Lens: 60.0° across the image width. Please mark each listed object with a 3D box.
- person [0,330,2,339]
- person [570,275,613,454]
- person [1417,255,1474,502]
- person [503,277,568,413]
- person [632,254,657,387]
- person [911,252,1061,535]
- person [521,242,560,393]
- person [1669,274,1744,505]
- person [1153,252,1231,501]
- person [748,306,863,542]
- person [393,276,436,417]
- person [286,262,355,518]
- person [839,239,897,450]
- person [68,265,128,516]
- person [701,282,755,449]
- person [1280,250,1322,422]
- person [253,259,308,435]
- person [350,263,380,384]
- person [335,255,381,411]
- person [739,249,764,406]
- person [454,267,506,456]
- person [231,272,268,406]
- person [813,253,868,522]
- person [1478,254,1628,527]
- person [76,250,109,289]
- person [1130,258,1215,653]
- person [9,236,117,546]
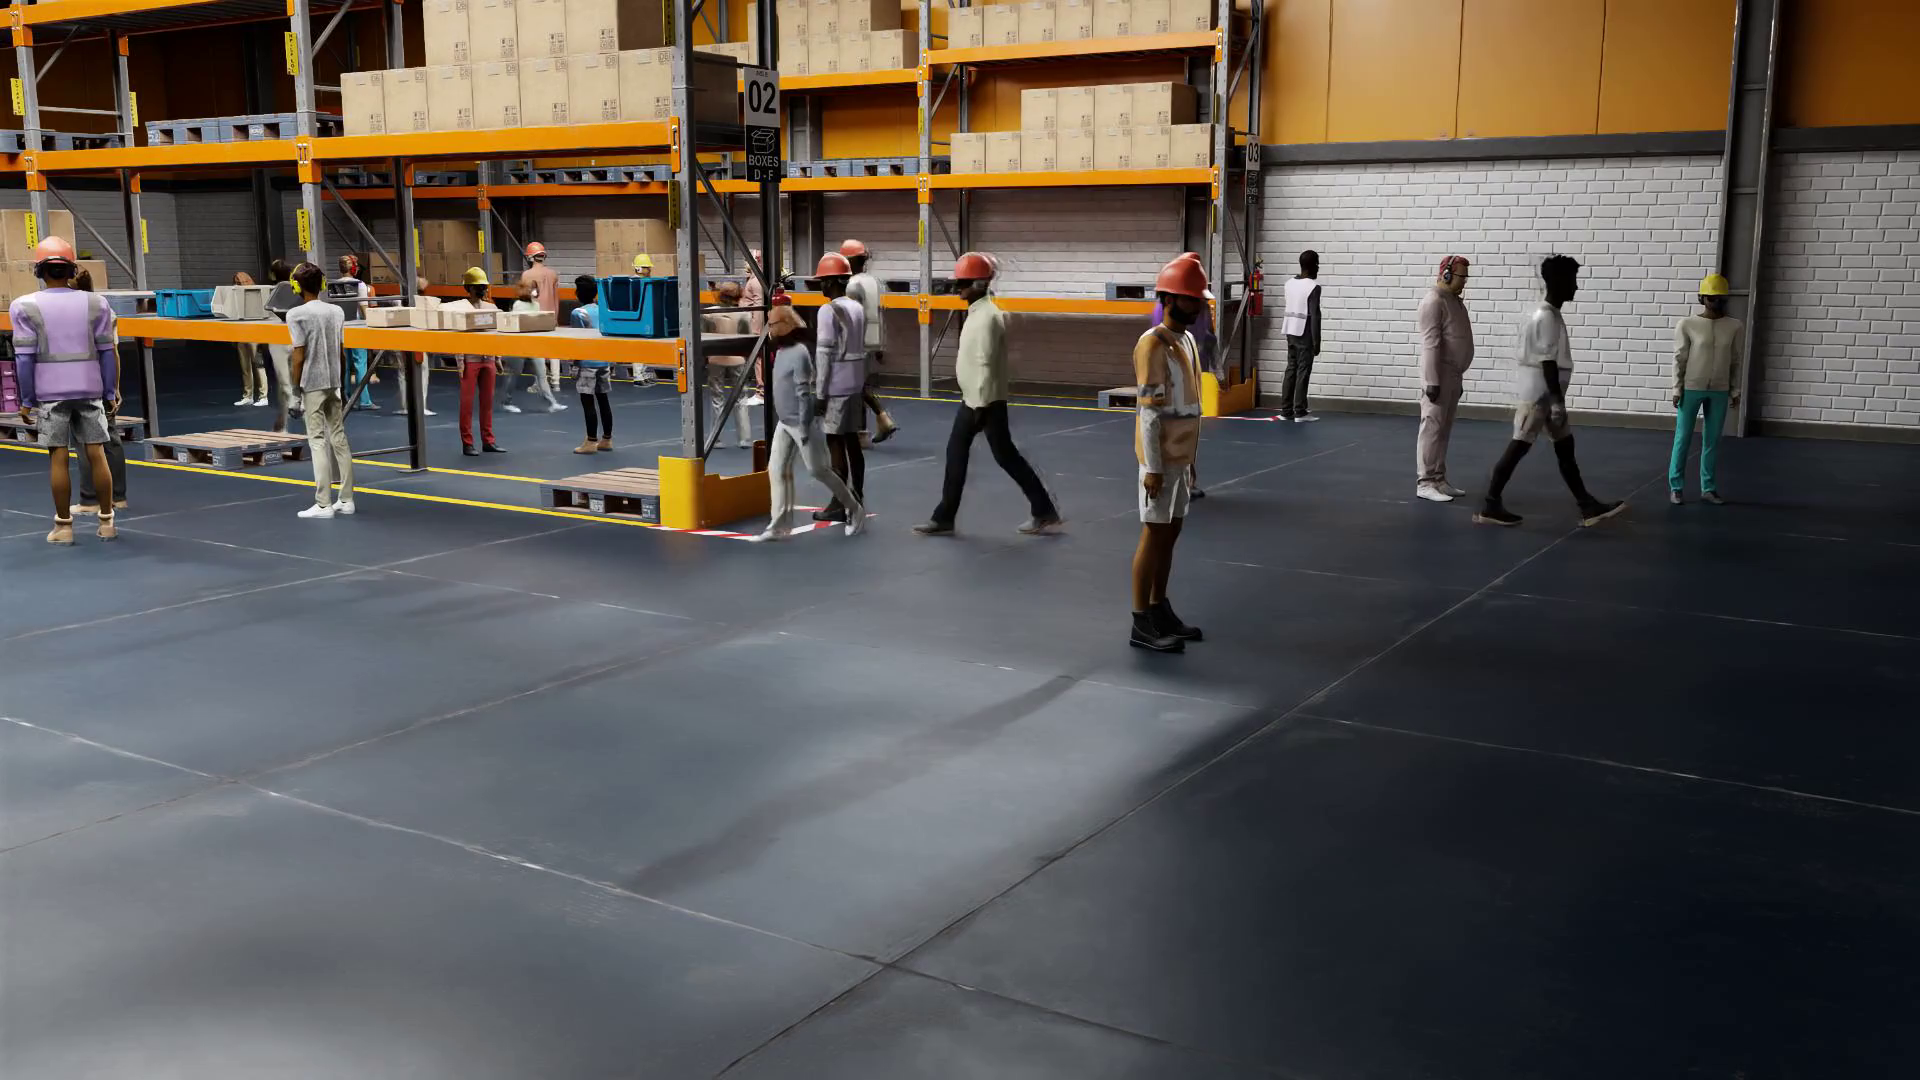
[{"bbox_3d":[-13.314,-3.019,22.815,0.978,1.874,0.611,10,14,43],"label":"person"},{"bbox_3d":[-3.506,-1.661,15.781,0.315,1.696,0.541,5,11,24],"label":"person"},{"bbox_3d":[3.802,-1.262,13.015,0.408,1.903,0.638,6,12,32],"label":"person"},{"bbox_3d":[-5.031,-2.262,19.409,0.857,1.584,0.519,4,11,23],"label":"person"},{"bbox_3d":[-4.378,-3.027,22.982,0.404,1.830,0.601,1,10,3],"label":"person"},{"bbox_3d":[0.219,-0.979,11.340,1.012,1.953,0.622,-2,10,-12],"label":"person"},{"bbox_3d":[-5.600,-2.958,22.146,0.396,1.992,0.619,6,12,32],"label":"person"},{"bbox_3d":[5.711,-1.145,12.737,0.522,1.769,0.311,0,10,0],"label":"person"},{"bbox_3d":[1.790,-1.274,12.999,0.561,1.927,0.444,-9,14,-41],"label":"person"},{"bbox_3d":[-1.041,-0.790,11.254,0.802,1.592,0.537,-6,12,-28],"label":"person"},{"bbox_3d":[-6.334,-2.230,19.173,0.615,1.614,0.325,5,11,24],"label":"person"},{"bbox_3d":[-4.687,-1.083,12.129,0.335,1.864,0.521,5,12,27],"label":"person"},{"bbox_3d":[-0.972,-1.876,16.060,0.508,2.024,0.623,4,11,23],"label":"person"},{"bbox_3d":[-6.420,-1.095,12.244,0.331,1.843,0.521,5,11,25],"label":"person"},{"bbox_3d":[-2.244,-1.675,16.084,0.557,1.621,0.360,-1,10,-8],"label":"person"},{"bbox_3d":[3.806,-2.260,18.532,0.393,1.913,0.592,-4,11,-23],"label":"person"},{"bbox_3d":[-6.779,-1.905,16.749,0.901,1.841,0.513,5,11,27],"label":"person"},{"bbox_3d":[-8.489,-3.053,23.501,0.540,1.695,0.317,-1,10,-6],"label":"person"},{"bbox_3d":[-7.220,-2.445,19.714,0.564,1.847,0.388,4,11,19],"label":"person"},{"bbox_3d":[-2.514,-2.609,20.457,0.410,1.909,0.643,-1,10,-5],"label":"person"},{"bbox_3d":[-4.544,-1.682,15.713,0.312,1.768,0.522,7,12,35],"label":"person"},{"bbox_3d":[-8.697,-2.448,20.320,0.507,1.631,0.268,4,11,22],"label":"person"},{"bbox_3d":[-0.890,-1.098,12.026,0.385,1.930,0.551,5,11,25],"label":"person"},{"bbox_3d":[4.170,-1.026,11.646,1.011,1.911,0.627,4,11,22],"label":"person"},{"bbox_3d":[-14.350,-3.851,27.450,0.598,1.873,0.949,-4,11,-23],"label":"person"},{"bbox_3d":[1.063,-0.419,8.246,0.377,1.932,0.551,5,11,26],"label":"person"},{"bbox_3d":[-5.927,-0.978,11.043,0.607,2.044,0.371,-9,13,-40],"label":"person"}]
